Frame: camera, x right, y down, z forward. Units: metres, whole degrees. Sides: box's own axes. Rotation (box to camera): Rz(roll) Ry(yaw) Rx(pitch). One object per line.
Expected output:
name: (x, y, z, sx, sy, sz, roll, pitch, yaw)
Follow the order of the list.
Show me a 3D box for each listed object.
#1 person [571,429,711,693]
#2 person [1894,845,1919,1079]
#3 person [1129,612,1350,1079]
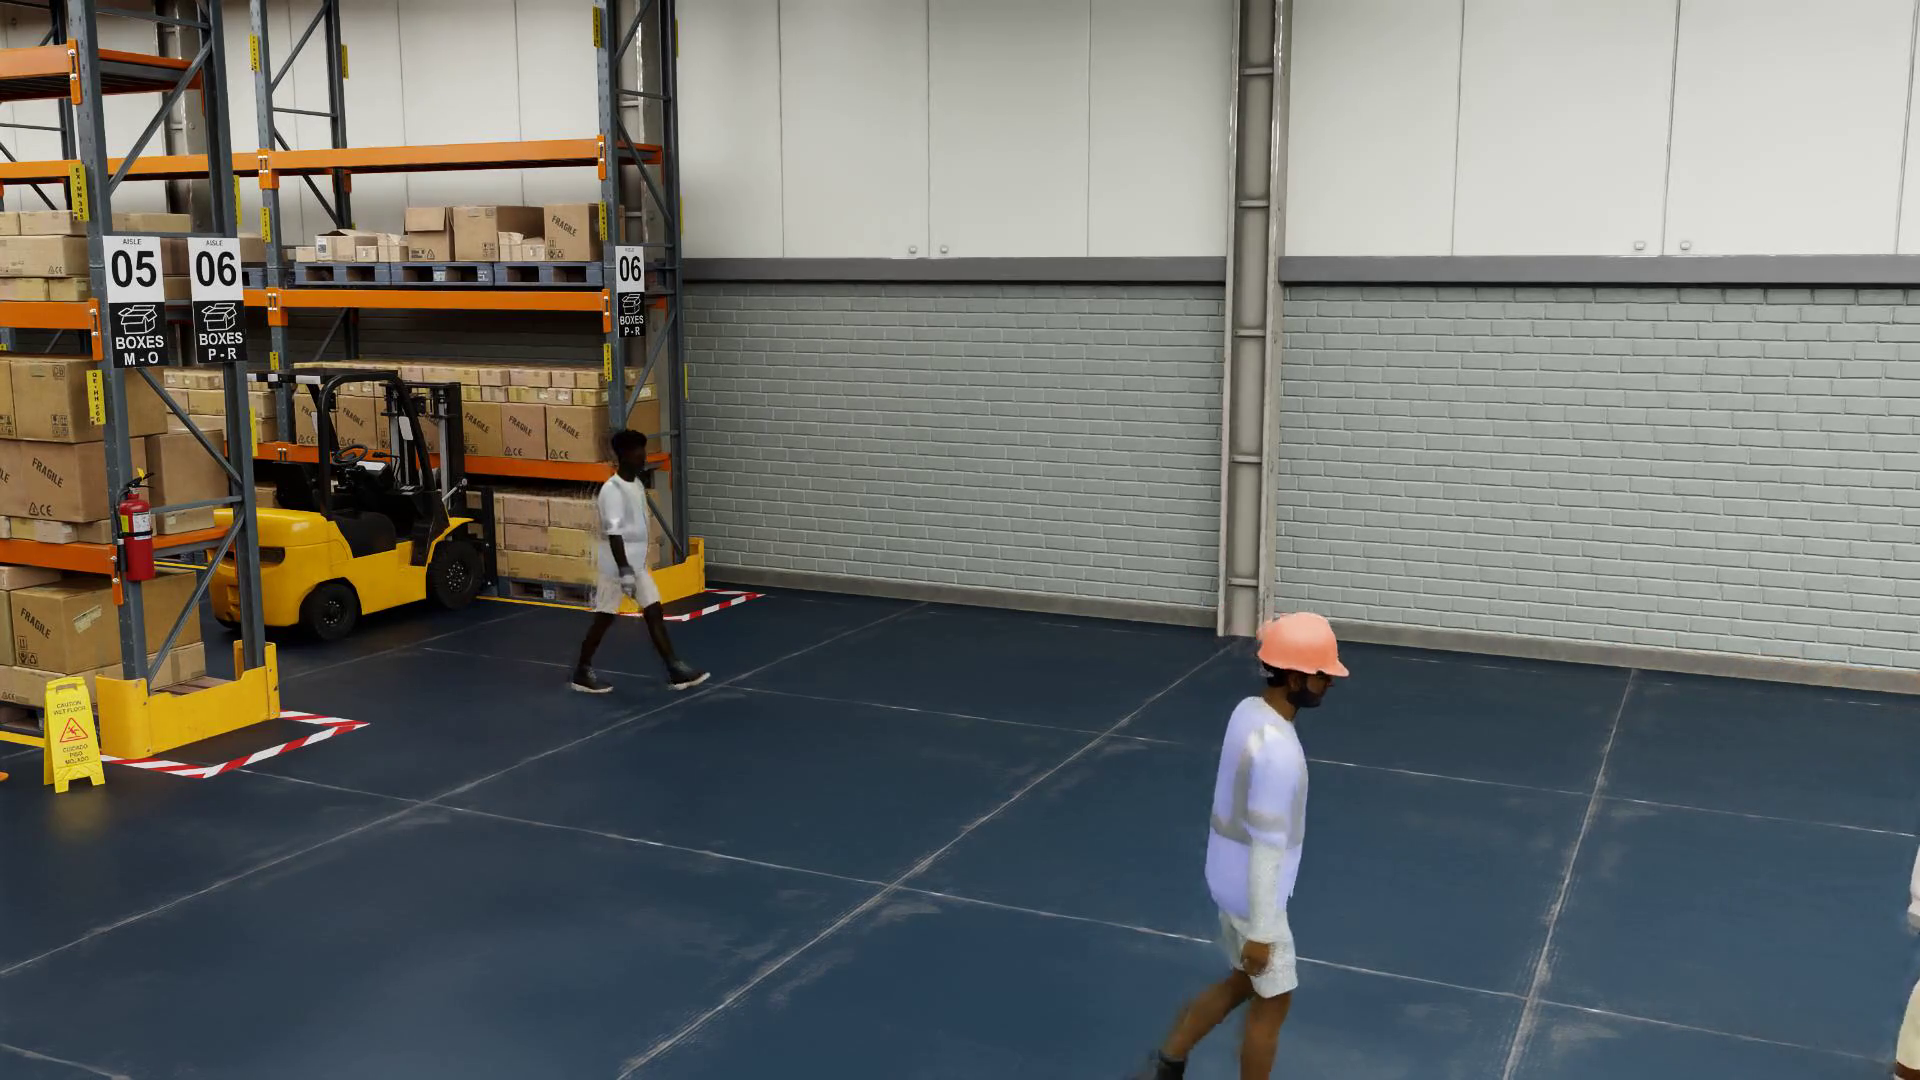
person: (-2.339, 0.161, 11.838, 1.021, 1.908, 0.630, 2, 9, 12)
person: (3.626, 1.276, 5.918, 0.530, 1.609, 0.538, -8, 12, -41)
person: (0.944, 1.178, 5.647, 0.722, 1.903, 0.574, 0, 9, -1)
